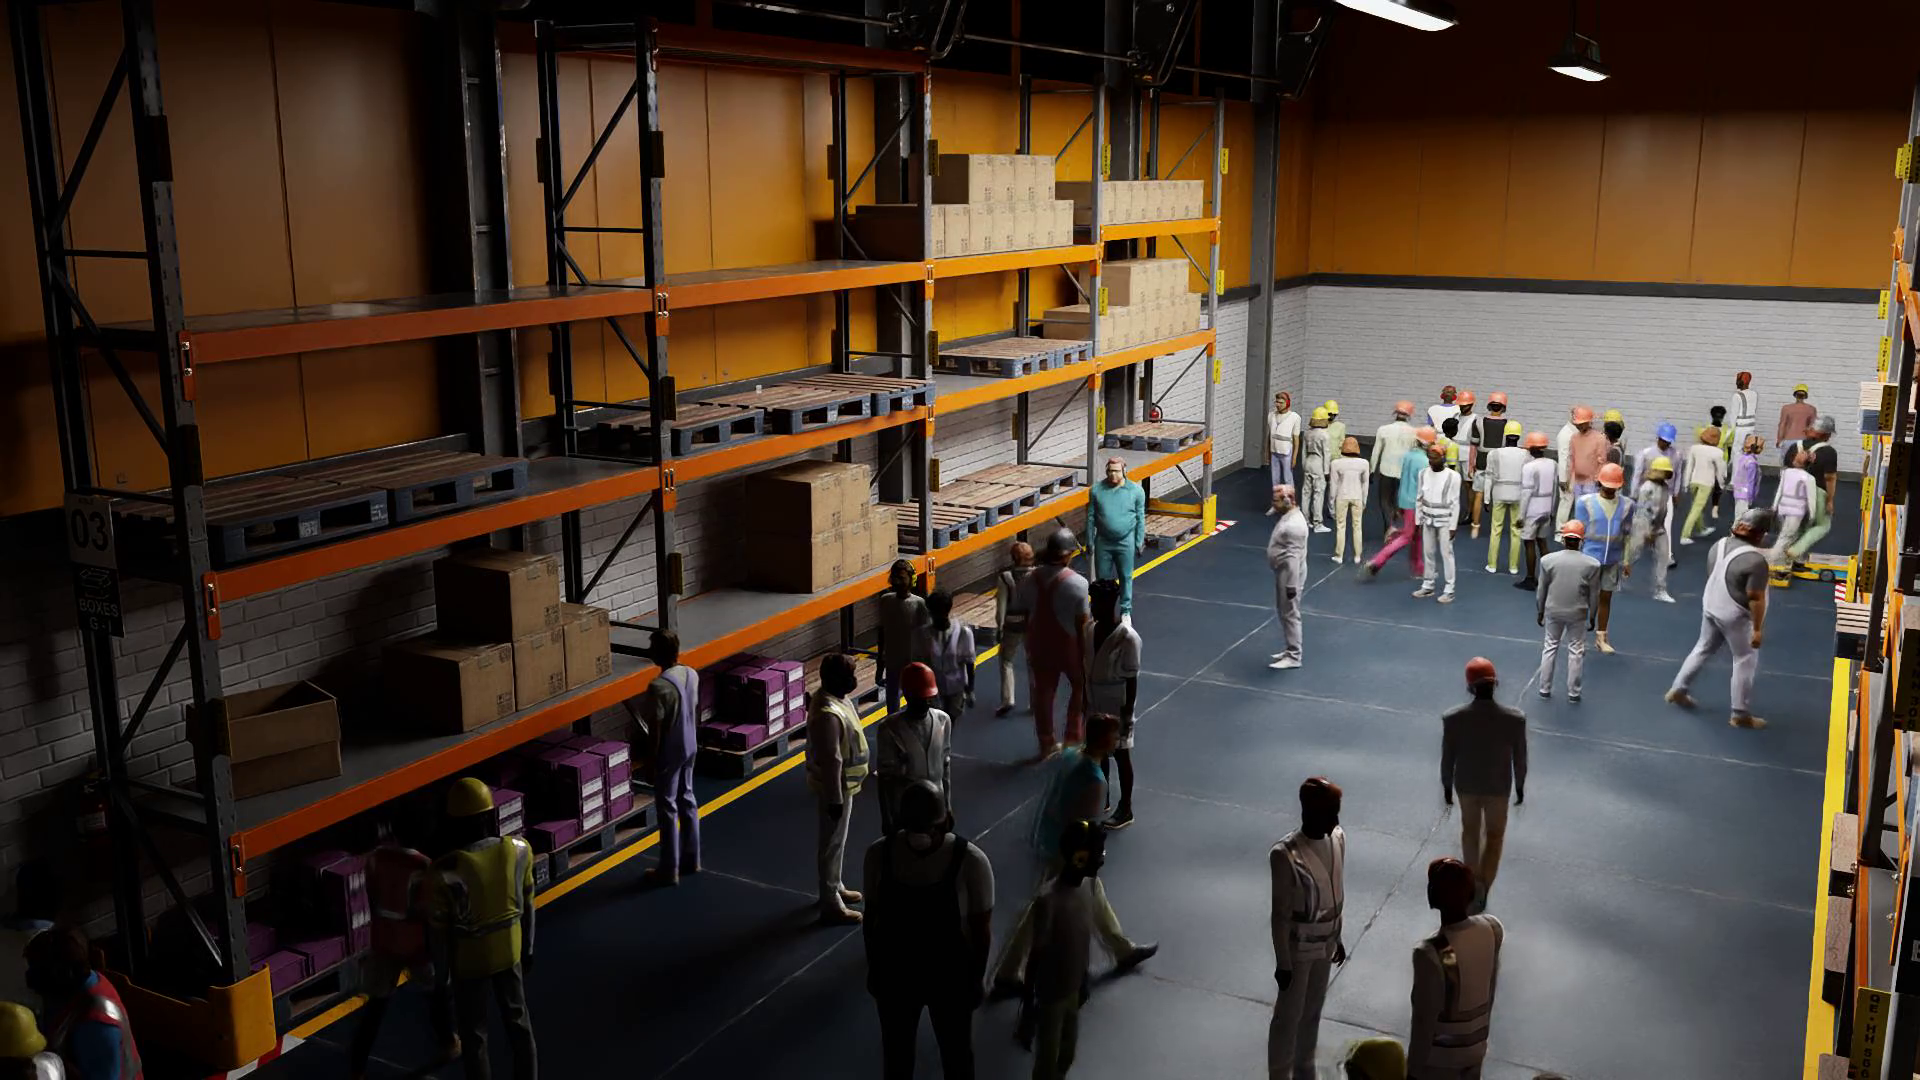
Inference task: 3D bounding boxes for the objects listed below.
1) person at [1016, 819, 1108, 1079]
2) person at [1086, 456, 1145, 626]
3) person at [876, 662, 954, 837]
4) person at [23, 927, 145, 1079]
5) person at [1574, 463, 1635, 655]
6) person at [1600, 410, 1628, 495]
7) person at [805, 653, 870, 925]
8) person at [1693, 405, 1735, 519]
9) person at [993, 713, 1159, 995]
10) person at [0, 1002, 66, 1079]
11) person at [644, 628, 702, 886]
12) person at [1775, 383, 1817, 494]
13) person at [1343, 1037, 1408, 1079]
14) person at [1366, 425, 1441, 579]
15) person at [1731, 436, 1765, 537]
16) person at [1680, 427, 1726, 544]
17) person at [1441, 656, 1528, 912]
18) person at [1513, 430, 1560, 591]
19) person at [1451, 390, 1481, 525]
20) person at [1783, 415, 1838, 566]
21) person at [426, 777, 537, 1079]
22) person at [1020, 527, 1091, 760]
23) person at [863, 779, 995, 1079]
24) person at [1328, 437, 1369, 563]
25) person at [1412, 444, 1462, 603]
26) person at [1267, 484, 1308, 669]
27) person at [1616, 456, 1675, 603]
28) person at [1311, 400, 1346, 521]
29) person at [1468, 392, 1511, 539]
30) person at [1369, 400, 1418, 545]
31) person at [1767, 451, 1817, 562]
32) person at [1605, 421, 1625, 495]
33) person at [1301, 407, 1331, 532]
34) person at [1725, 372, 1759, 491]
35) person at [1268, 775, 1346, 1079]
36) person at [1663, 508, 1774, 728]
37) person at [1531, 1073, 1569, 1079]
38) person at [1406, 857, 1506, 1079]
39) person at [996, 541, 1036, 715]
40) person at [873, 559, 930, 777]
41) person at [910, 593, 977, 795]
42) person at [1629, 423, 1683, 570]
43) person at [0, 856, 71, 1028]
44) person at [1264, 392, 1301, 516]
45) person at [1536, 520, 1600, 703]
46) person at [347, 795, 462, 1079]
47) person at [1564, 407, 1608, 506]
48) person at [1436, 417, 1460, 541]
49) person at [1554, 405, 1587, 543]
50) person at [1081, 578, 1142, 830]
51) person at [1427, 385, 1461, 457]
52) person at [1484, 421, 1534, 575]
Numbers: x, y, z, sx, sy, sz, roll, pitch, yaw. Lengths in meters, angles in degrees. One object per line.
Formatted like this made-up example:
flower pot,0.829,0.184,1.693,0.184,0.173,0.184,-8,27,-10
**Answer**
person,0.489,2.287,8.314,0.398,1.851,0.609,8,15,32
person,1.705,0.019,18.328,0.651,1.906,0.401,2,13,10
person,-0.271,1.713,10.671,0.542,1.938,0.358,-8,15,-33
person,-3.776,2.538,7.236,0.432,1.836,0.632,-9,15,-35
person,6.655,0.200,17.235,0.605,2.033,0.399,0,13,1
person,8.989,-0.937,23.002,0.483,1.738,0.320,-8,15,-32
person,-0.819,1.647,11.185,0.429,1.841,0.633,0,13,-2
person,10.962,-1.182,24.270,0.545,1.662,0.741,4,13,17
person,0.715,1.918,10.233,1.132,1.737,0.579,-2,13,-11
person,-3.726,2.680,6.624,0.448,1.819,0.594,5,13,20
person,-2.030,1.522,11.769,0.339,1.835,0.520,7,14,27
person,12.890,-1.542,25.661,0.539,1.758,0.339,2,13,8
person,1.425,2.749,6.475,0.622,1.730,0.567,-6,14,-25
person,5.431,-0.416,20.268,0.941,1.921,0.640,-2,13,-9
person,10.133,-0.536,21.435,0.319,1.631,0.519,3,13,14
person,10.079,-0.740,22.451,0.848,1.583,0.494,-6,14,-25
person,3.574,1.661,11.383,0.573,1.725,0.715,5,14,21
person,6.888,-0.355,19.933,0.552,1.934,0.374,-7,14,-28
person,7.144,-1.172,23.619,0.386,1.929,0.543,-8,15,-33
person,10.556,-0.579,20.699,0.679,2.000,0.699,-5,14,-23
person,-2.497,2.166,8.707,0.583,1.916,0.401,-12,17,-43
person,0.868,0.876,14.188,0.712,2.000,0.579,9,16,36
person,-0.186,2.160,8.437,0.684,2.000,0.536,3,13,13
person,4.972,-0.507,21.299,0.501,1.631,0.285,0,13,2
person,5.566,-0.205,19.426,0.374,1.873,0.589,-10,16,-38
person,3.299,0.366,16.830,0.398,1.891,0.653,1,13,4
person,8.083,-0.168,19.585,0.477,1.716,0.805,-6,14,-26
person,5.264,-1.129,23.803,0.525,1.760,0.341,-2,13,-9
person,7.246,-1.007,22.653,0.612,2.030,0.403,4,13,18
person,5.861,-0.898,22.359,0.654,1.952,0.859,1,13,3
person,10.322,-0.320,20.550,0.878,1.585,0.526,-3,13,-13
person,8.714,-0.746,22.241,0.321,1.693,0.533,6,14,24
person,4.974,-0.984,23.187,0.314,1.744,0.487,-8,15,-33
person,12.277,-1.705,26.127,0.573,1.877,0.353,-8,15,-31
person,1.850,2.154,8.815,0.356,1.886,0.574,12,17,43
person,7.024,0.652,15.189,0.638,2.000,0.906,-3,13,-13
person,2.111,2.795,6.045,0.520,1.849,0.343,-2,13,-9
person,2.282,2.382,7.798,0.572,1.886,0.355,-9,15,-35
person,0.584,0.823,15.398,0.526,1.610,0.409,-5,13,-19
person,-0.479,1.067,13.709,0.514,1.876,0.328,6,14,27
person,-0.134,1.214,13.576,0.540,1.643,0.848,-1,13,-5
person,8.862,-0.602,21.232,0.625,1.876,1.114,1,13,3
person,-4.303,2.368,7.915,0.629,1.859,0.996,6,14,25
person,4.681,-1.234,24.097,0.387,1.838,0.563,-10,16,-38
person,5.760,0.669,15.785,0.569,1.743,0.349,7,14,27
person,-3.070,2.221,9.066,0.564,1.651,0.889,5,14,23
person,8.141,-0.763,21.706,0.472,1.960,0.636,-5,13,-21
person,6.593,-0.827,22.597,0.320,1.693,0.534,-2,13,-7
person,8.274,-0.881,22.392,0.654,1.896,0.400,-12,17,-42
person,1.135,1.240,12.756,0.374,1.959,0.610,-9,16,-35
person,7.206,-1.371,24.685,0.566,1.846,0.387,4,13,16
person,6.832,-0.523,20.728,0.586,1.920,0.397,3,13,14
